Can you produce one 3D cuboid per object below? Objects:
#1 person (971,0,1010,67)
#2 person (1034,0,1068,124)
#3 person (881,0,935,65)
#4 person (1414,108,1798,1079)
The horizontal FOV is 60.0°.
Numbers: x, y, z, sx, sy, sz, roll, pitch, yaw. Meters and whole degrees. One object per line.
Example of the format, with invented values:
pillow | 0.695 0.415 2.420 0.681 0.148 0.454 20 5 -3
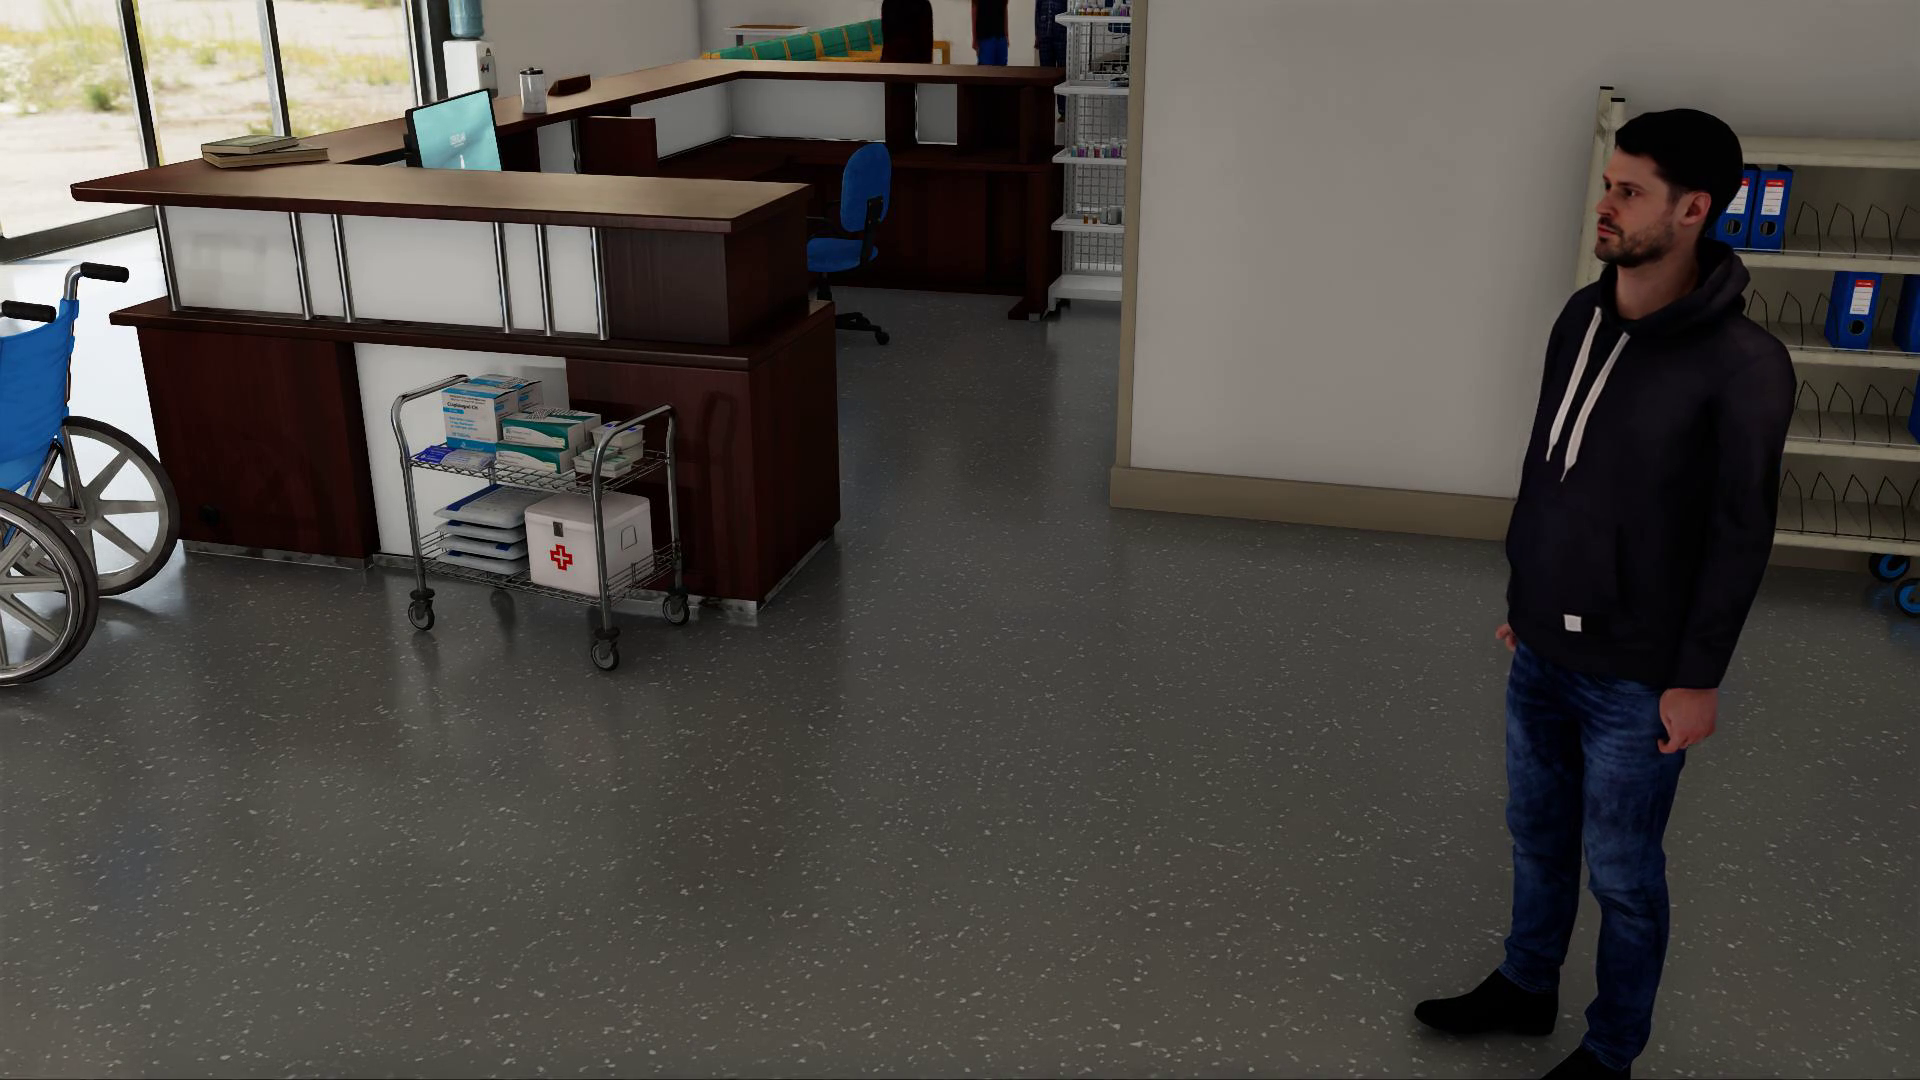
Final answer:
person | 0.285 -5.510 18.186 0.833 1.784 0.884 -9 22 -22
person | 1.053 -5.501 18.107 0.635 1.824 0.801 11 23 27
person | -0.499 -4.184 14.745 0.569 1.742 0.698 6 22 16
person | 1.193 0.178 3.014 0.774 1.894 0.763 -7 22 -17
